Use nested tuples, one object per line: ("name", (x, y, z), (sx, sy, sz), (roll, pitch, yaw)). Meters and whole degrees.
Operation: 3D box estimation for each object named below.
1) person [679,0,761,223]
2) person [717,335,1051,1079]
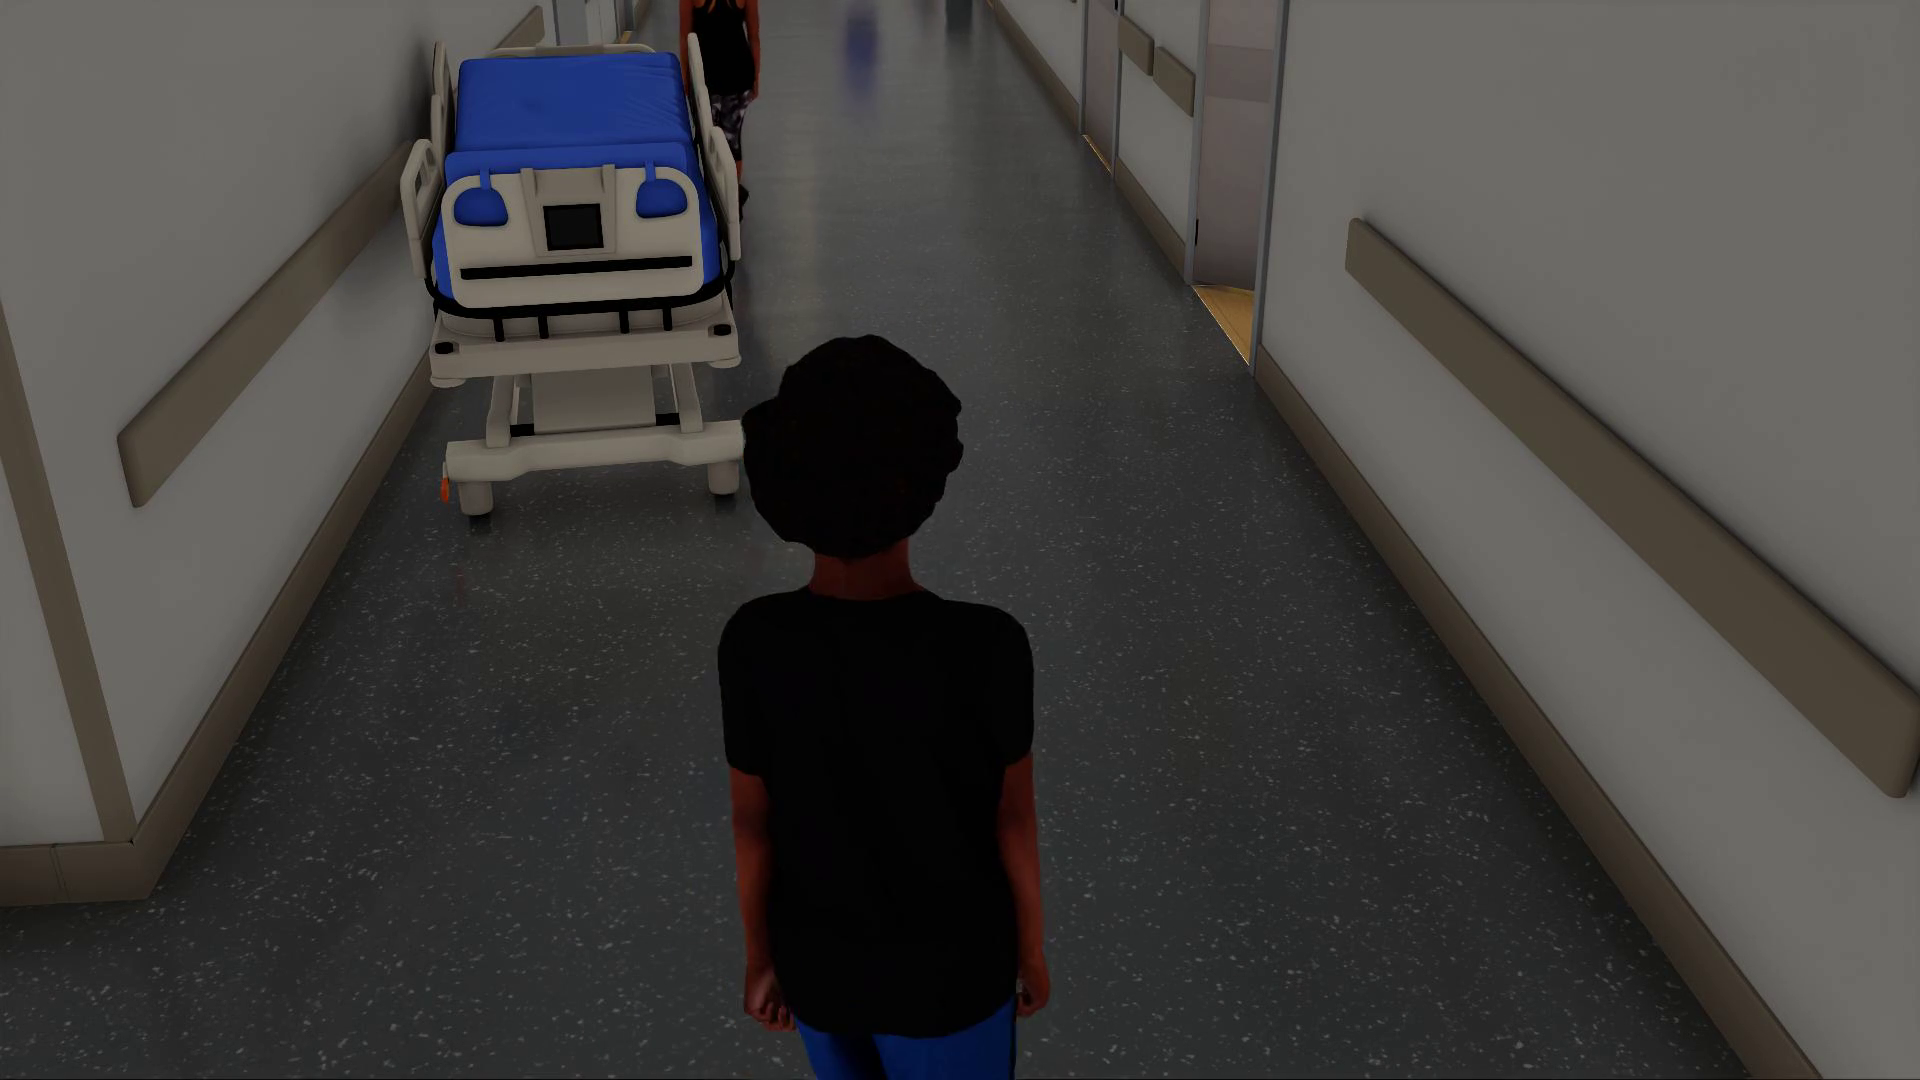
("person", (-1.263, -2.450, 8.841), (0.923, 1.651, 0.810), (-9, 27, -19))
("person", (-0.103, 0.621, 2.324), (1.056, 1.781, 0.882), (5, 26, 11))
